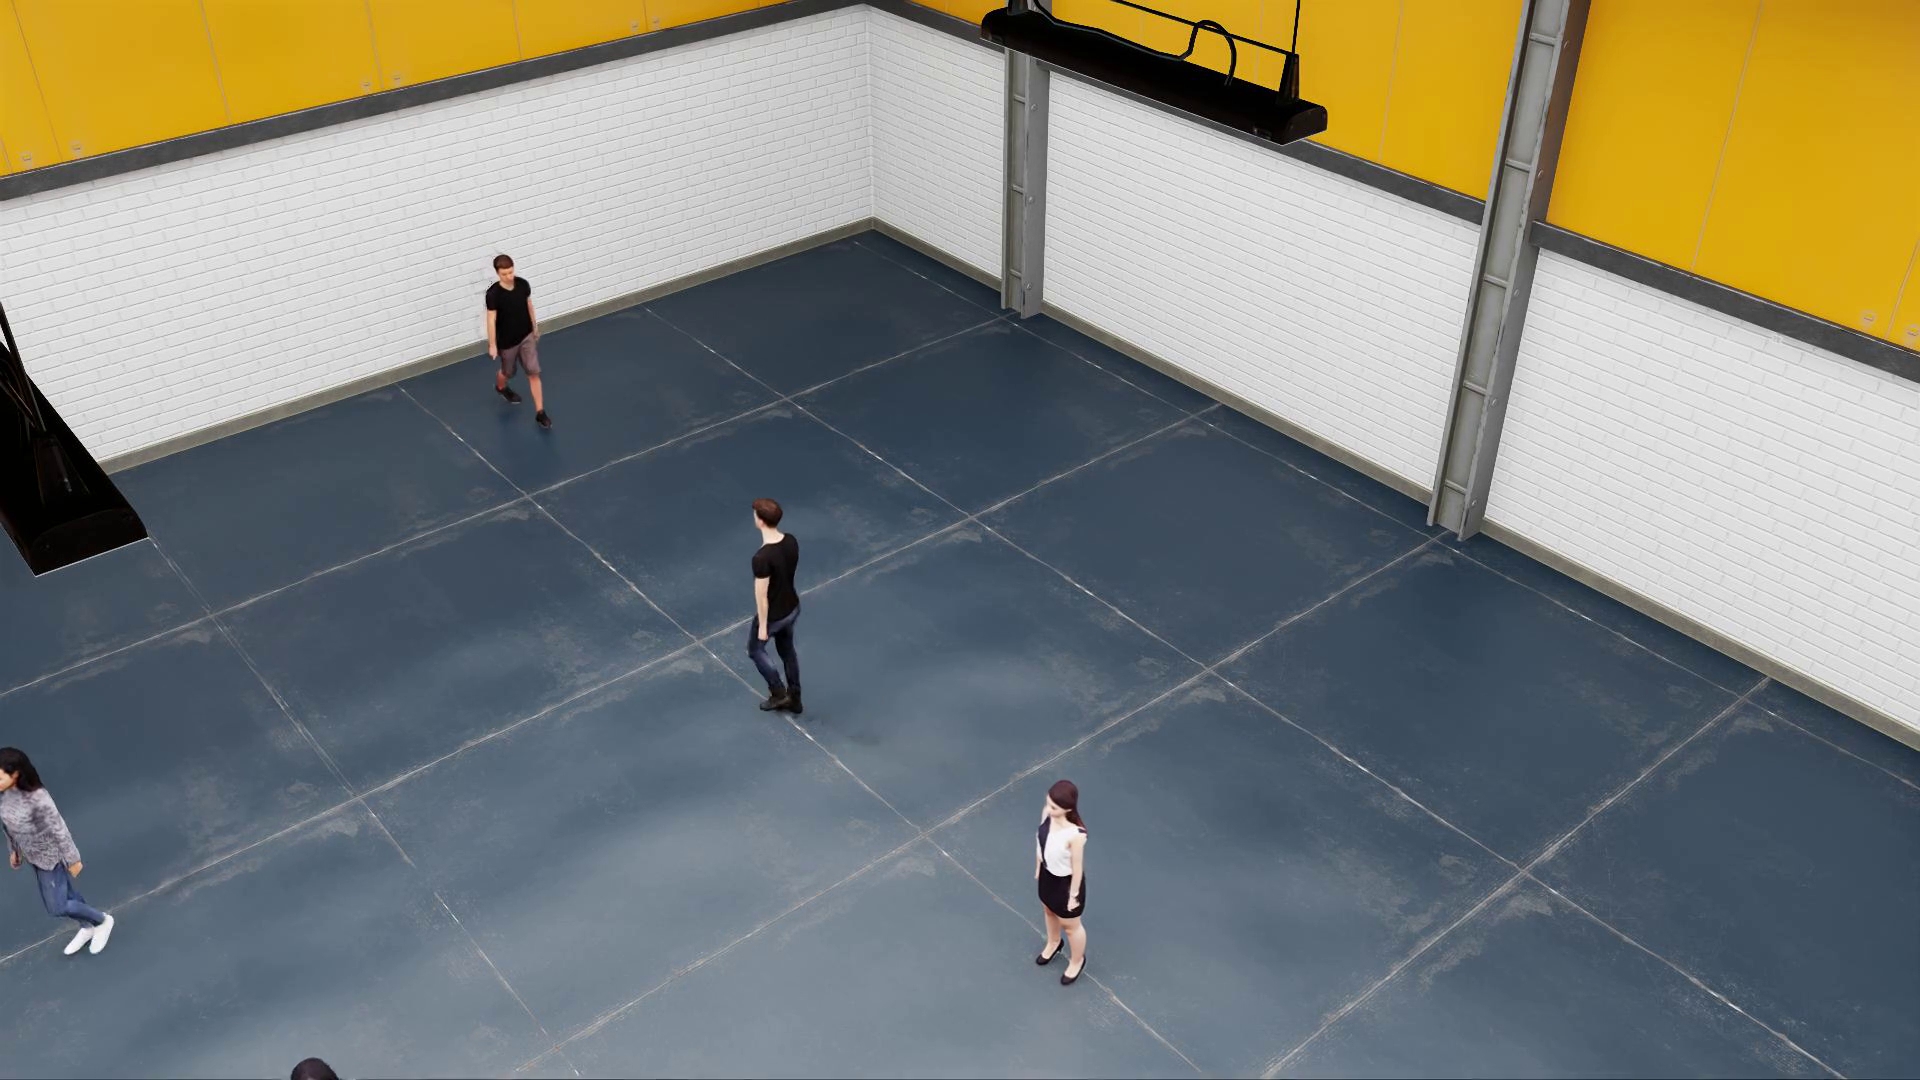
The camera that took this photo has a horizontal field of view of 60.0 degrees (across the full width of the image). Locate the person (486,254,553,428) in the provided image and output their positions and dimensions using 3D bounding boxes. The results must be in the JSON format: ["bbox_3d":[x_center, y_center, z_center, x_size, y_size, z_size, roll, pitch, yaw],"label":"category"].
[{"bbox_3d":[-4.494,-2.052,16.647,0.732,1.817,1.167,-26,42,-34],"label":"person"}]

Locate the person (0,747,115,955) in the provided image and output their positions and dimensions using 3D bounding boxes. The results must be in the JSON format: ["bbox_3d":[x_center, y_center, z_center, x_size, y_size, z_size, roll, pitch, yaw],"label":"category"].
[{"bbox_3d":[-5.807,1.952,10.710,0.645,1.721,0.773,18,38,25],"label":"person"}]

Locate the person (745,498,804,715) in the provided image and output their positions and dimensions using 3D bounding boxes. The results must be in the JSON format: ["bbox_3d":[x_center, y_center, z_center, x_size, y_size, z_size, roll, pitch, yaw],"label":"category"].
[{"bbox_3d":[-1.314,0.567,12.651,0.753,1.879,0.783,17,37,24],"label":"person"}]

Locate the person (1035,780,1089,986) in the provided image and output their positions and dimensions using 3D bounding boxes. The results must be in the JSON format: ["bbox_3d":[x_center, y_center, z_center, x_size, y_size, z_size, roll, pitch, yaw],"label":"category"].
[{"bbox_3d":[0.643,2.146,10.484,0.609,1.646,0.474,-22,40,-30],"label":"person"}]
